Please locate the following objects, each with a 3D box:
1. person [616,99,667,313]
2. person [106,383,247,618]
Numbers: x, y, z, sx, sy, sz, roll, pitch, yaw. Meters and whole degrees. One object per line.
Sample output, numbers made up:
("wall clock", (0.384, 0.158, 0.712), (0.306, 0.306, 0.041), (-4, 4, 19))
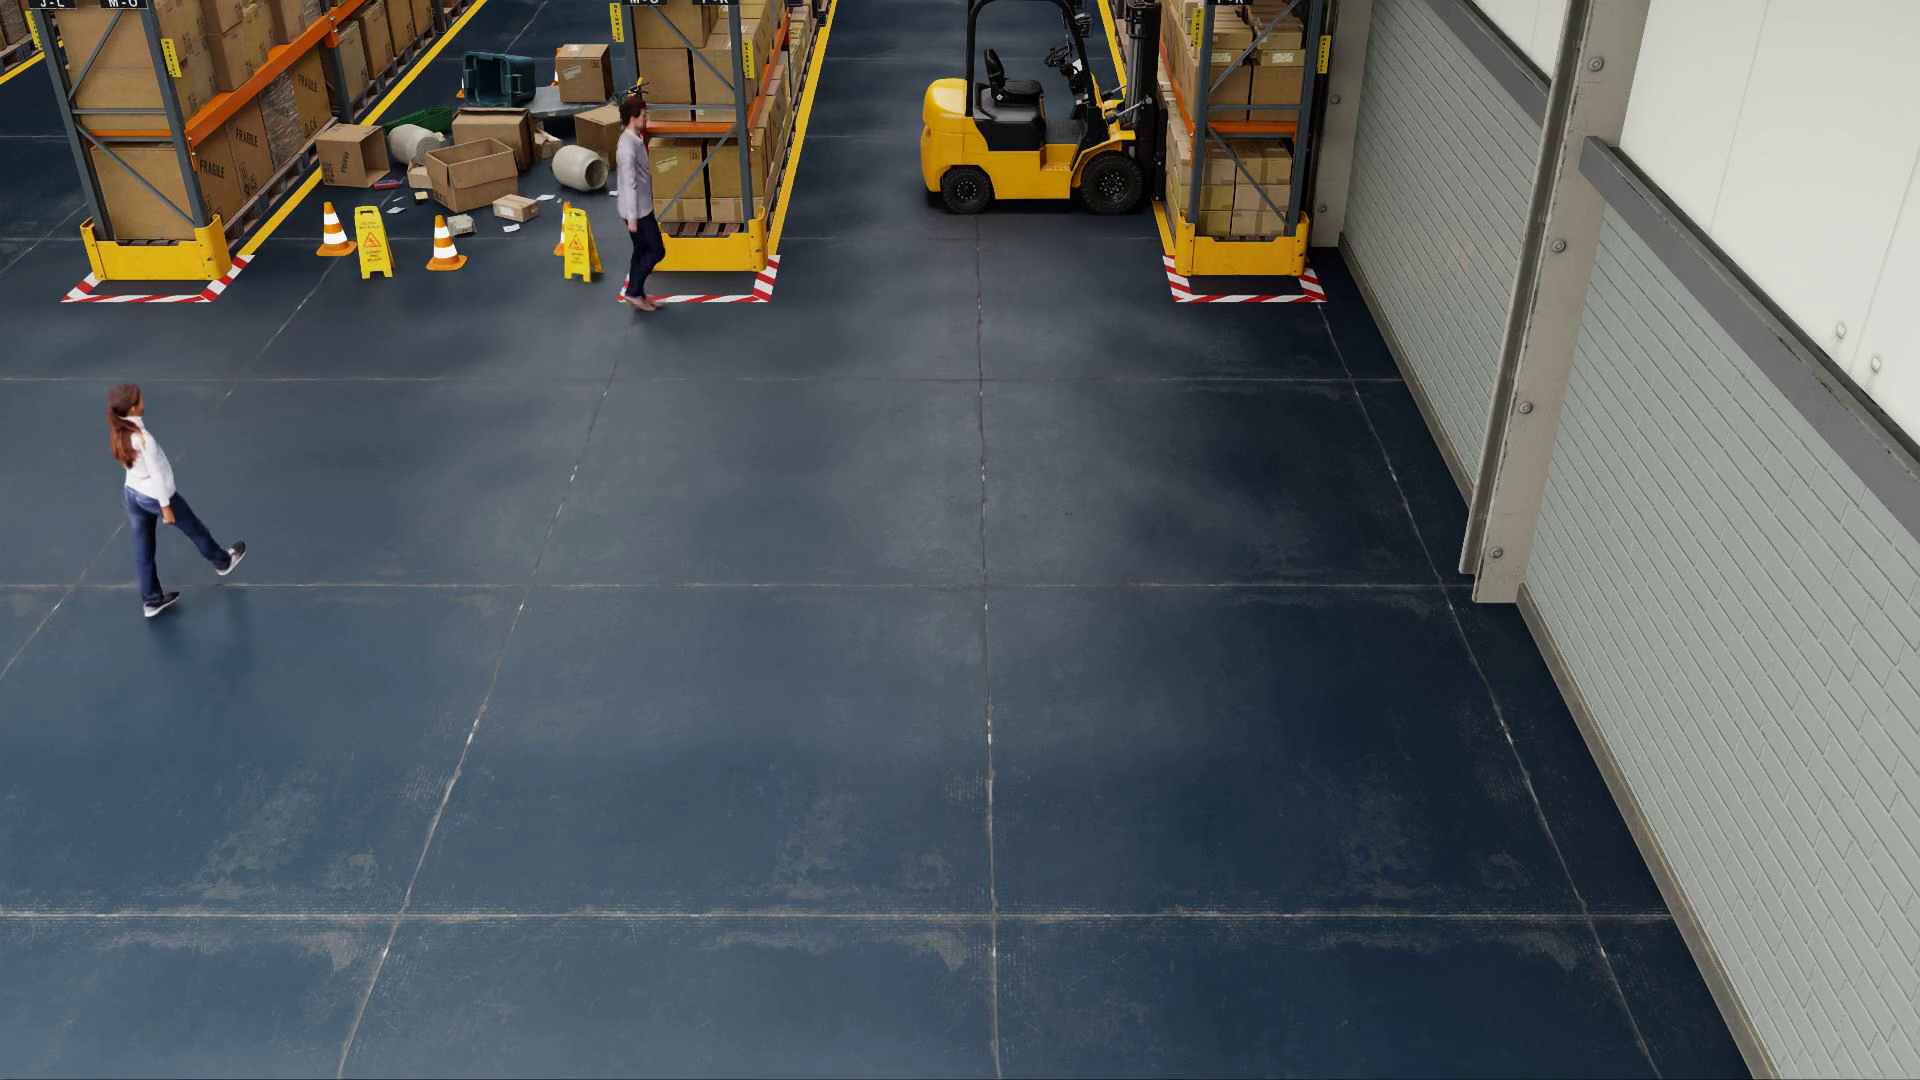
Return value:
("person", (-2.845, -2.823, 14.164), (0.805, 1.831, 0.628), (-3, 32, -5))
("person", (-5.083, -0.212, 10.311), (0.812, 1.526, 1.069), (14, 35, 21))
